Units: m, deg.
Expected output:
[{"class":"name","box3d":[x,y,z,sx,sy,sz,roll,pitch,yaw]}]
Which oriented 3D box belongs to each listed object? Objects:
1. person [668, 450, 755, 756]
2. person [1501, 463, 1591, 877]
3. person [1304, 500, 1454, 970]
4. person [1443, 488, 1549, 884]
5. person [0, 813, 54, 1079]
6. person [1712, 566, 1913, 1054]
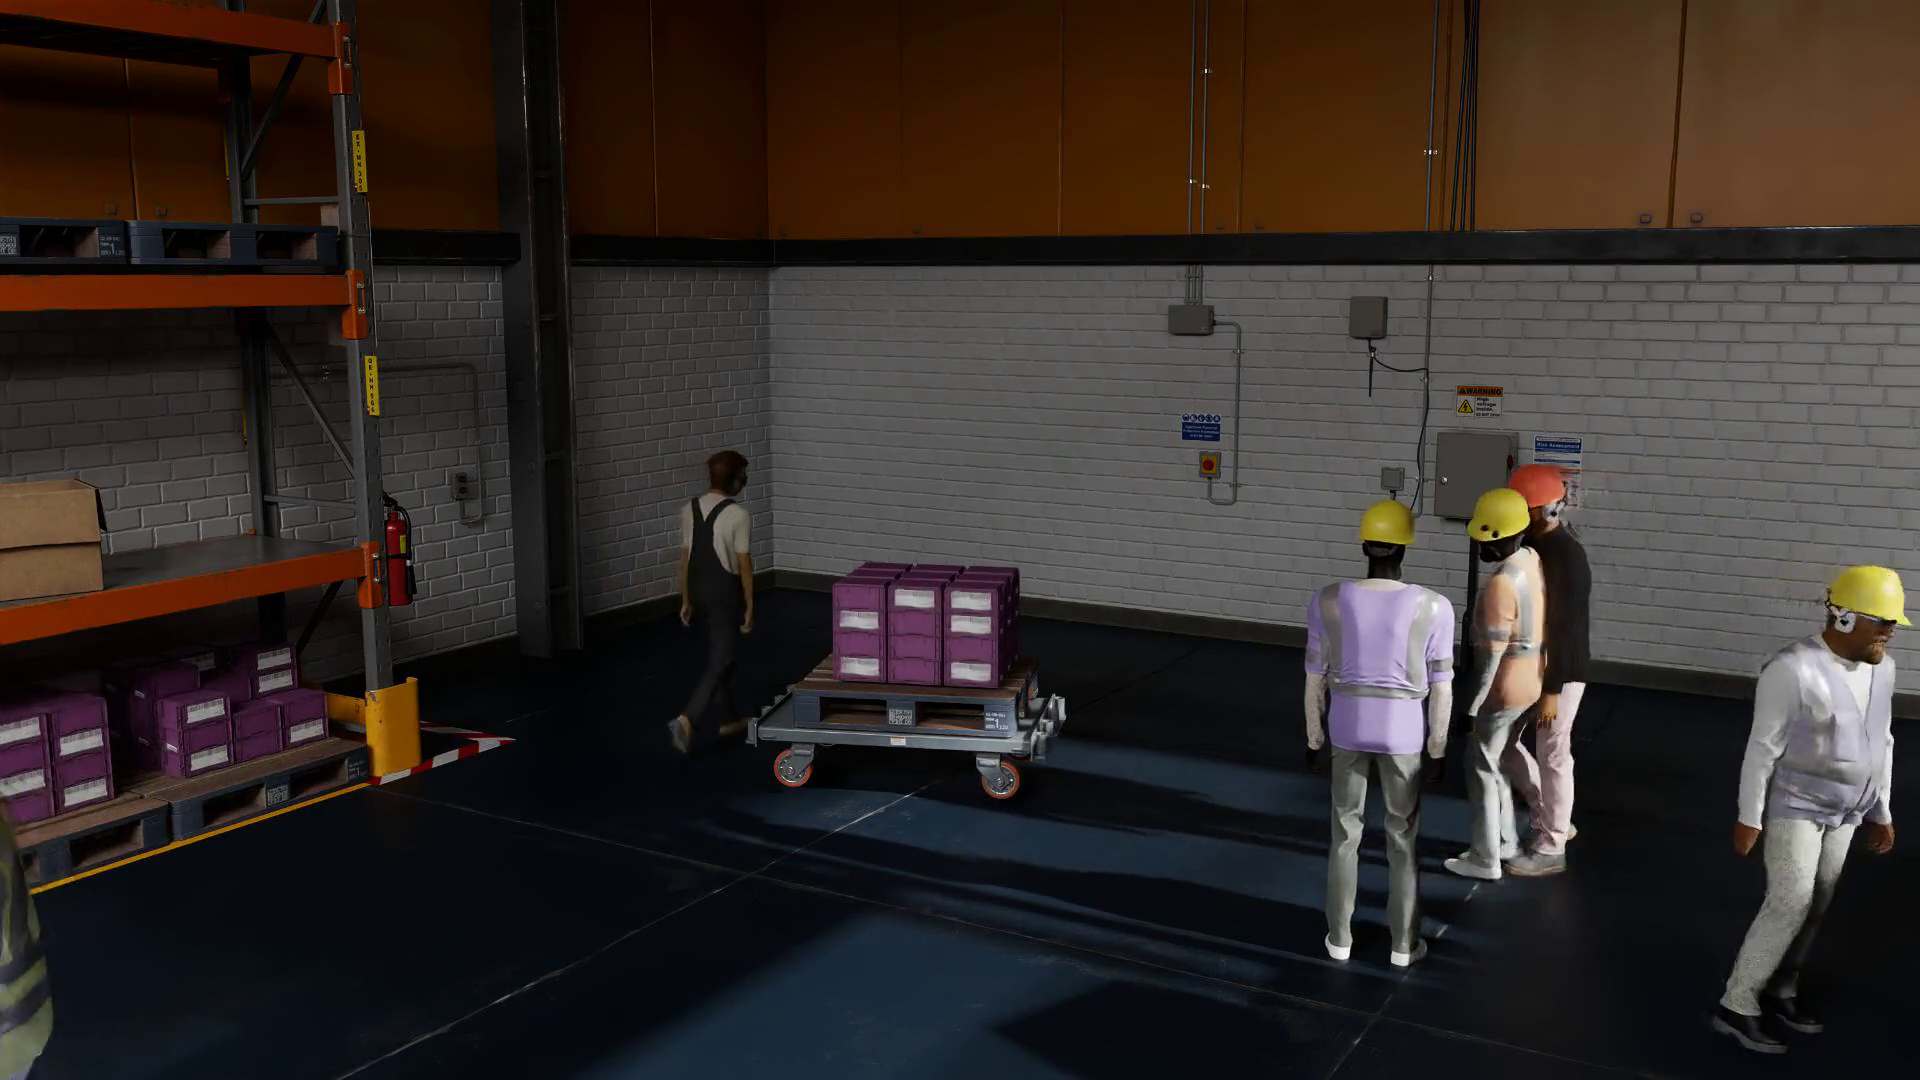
[{"class":"person","box3d":[-1.476,0.370,9.867,0.538,1.812,0.834,5,10,29]},{"class":"person","box3d":[2.699,0.614,7.788,0.443,1.967,0.644,-1,9,-5]},{"class":"person","box3d":[1.708,0.794,6.821,0.590,1.926,0.388,3,10,20]},{"class":"person","box3d":[2.473,0.683,7.688,0.450,1.881,0.639,6,11,33]},{"class":"person","box3d":[-2.453,1.263,4.213,0.598,1.825,0.640,-6,11,-35]},{"class":"person","box3d":[3.167,0.976,6.122,0.628,1.791,0.502,-4,10,-24]}]
